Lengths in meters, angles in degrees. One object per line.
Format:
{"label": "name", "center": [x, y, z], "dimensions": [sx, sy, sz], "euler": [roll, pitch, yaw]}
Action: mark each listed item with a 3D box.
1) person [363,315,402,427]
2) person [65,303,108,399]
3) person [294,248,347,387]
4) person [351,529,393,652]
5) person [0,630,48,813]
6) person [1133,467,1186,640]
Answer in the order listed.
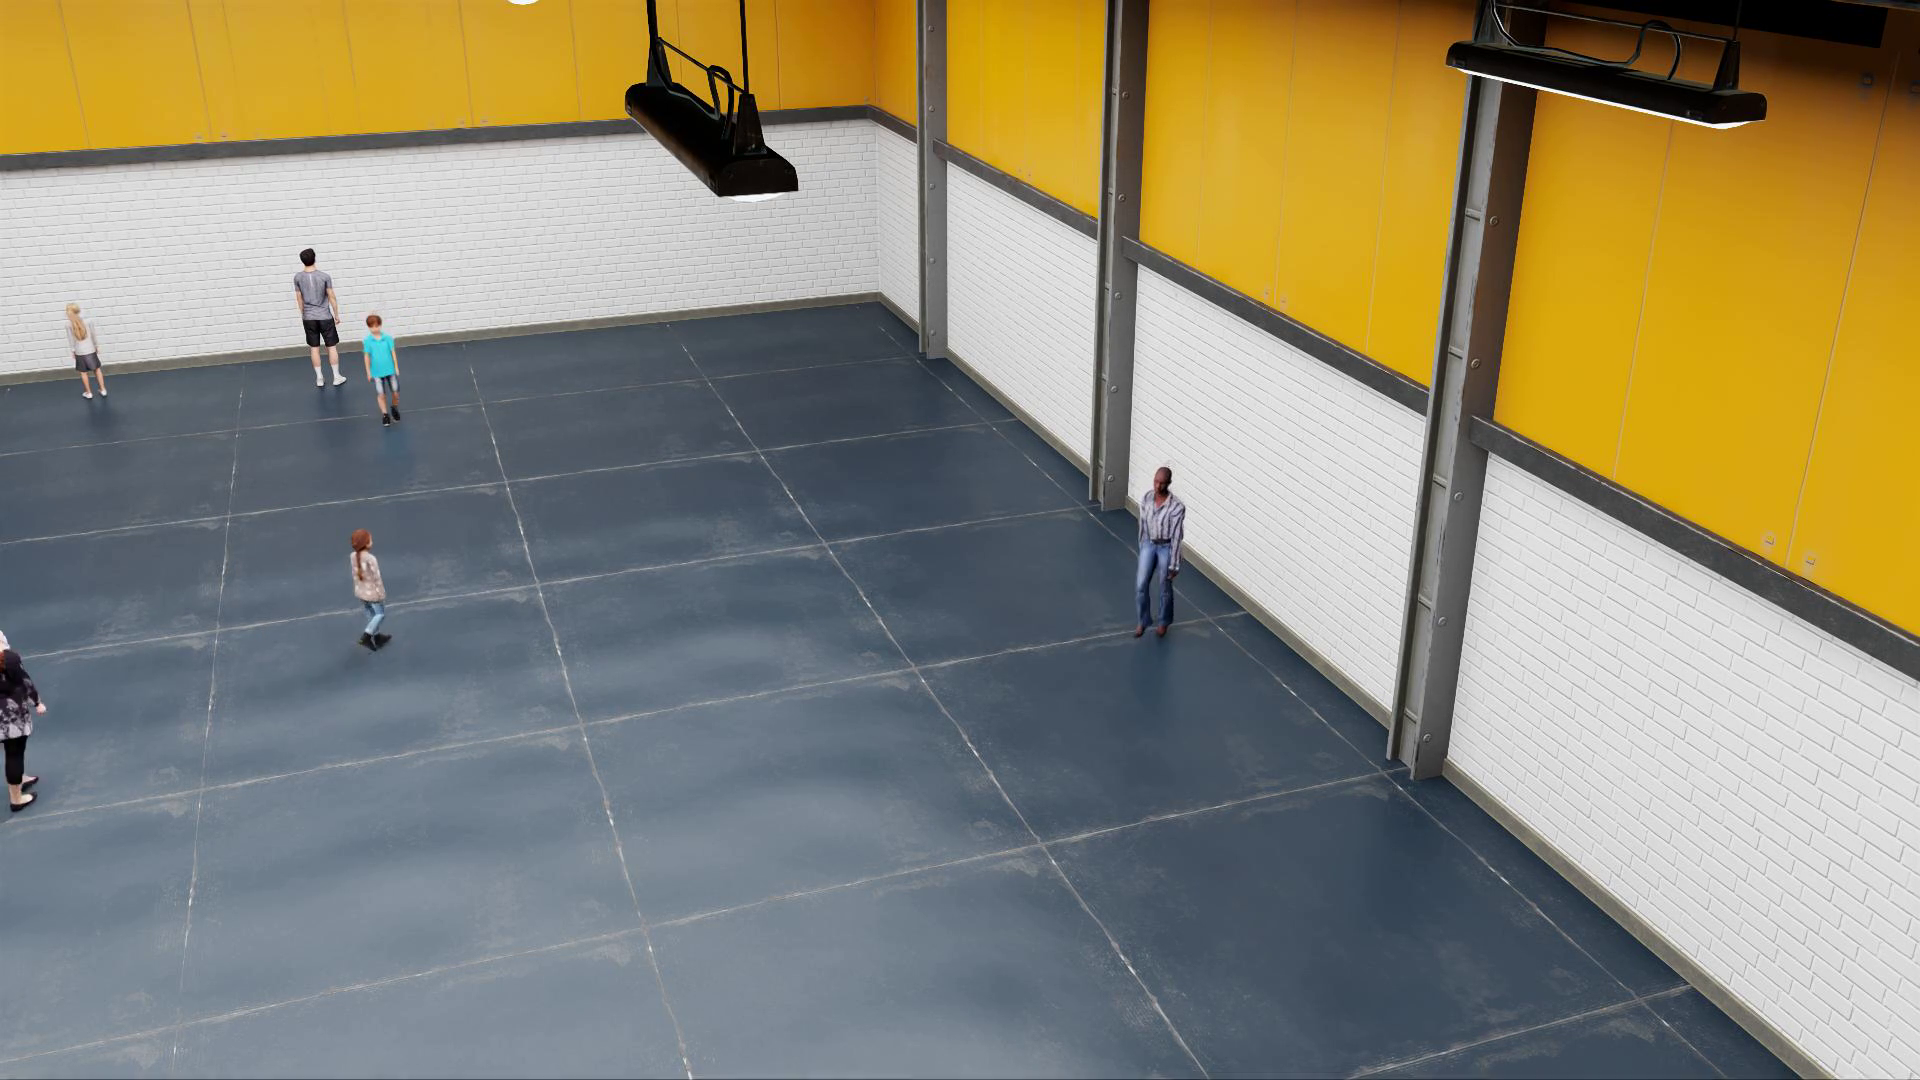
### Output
{"label": "person", "center": [-7.271, -2.160, 20.942], "dimensions": [0.530, 1.438, 0.536], "euler": [-9, 25, -19]}
{"label": "person", "center": [-11.556, -2.516, 21.962], "dimensions": [0.558, 1.275, 0.587], "euler": [-16, 29, -33]}
{"label": "person", "center": [-8.608, -2.988, 22.297], "dimensions": [0.698, 1.871, 0.626], "euler": [-3, 24, -8]}
{"label": "person", "center": [-5.437, 0.478, 15.220], "dimensions": [0.686, 1.189, 0.737], "euler": [13, 27, 27]}
{"label": "person", "center": [-7.358, 1.345, 12.699], "dimensions": [0.780, 1.619, 0.832], "euler": [5, 24, 11]}
{"label": "person", "center": [1.865, 0.116, 15.333], "dimensions": [0.839, 1.761, 0.895], "euler": [19, 30, 37]}
